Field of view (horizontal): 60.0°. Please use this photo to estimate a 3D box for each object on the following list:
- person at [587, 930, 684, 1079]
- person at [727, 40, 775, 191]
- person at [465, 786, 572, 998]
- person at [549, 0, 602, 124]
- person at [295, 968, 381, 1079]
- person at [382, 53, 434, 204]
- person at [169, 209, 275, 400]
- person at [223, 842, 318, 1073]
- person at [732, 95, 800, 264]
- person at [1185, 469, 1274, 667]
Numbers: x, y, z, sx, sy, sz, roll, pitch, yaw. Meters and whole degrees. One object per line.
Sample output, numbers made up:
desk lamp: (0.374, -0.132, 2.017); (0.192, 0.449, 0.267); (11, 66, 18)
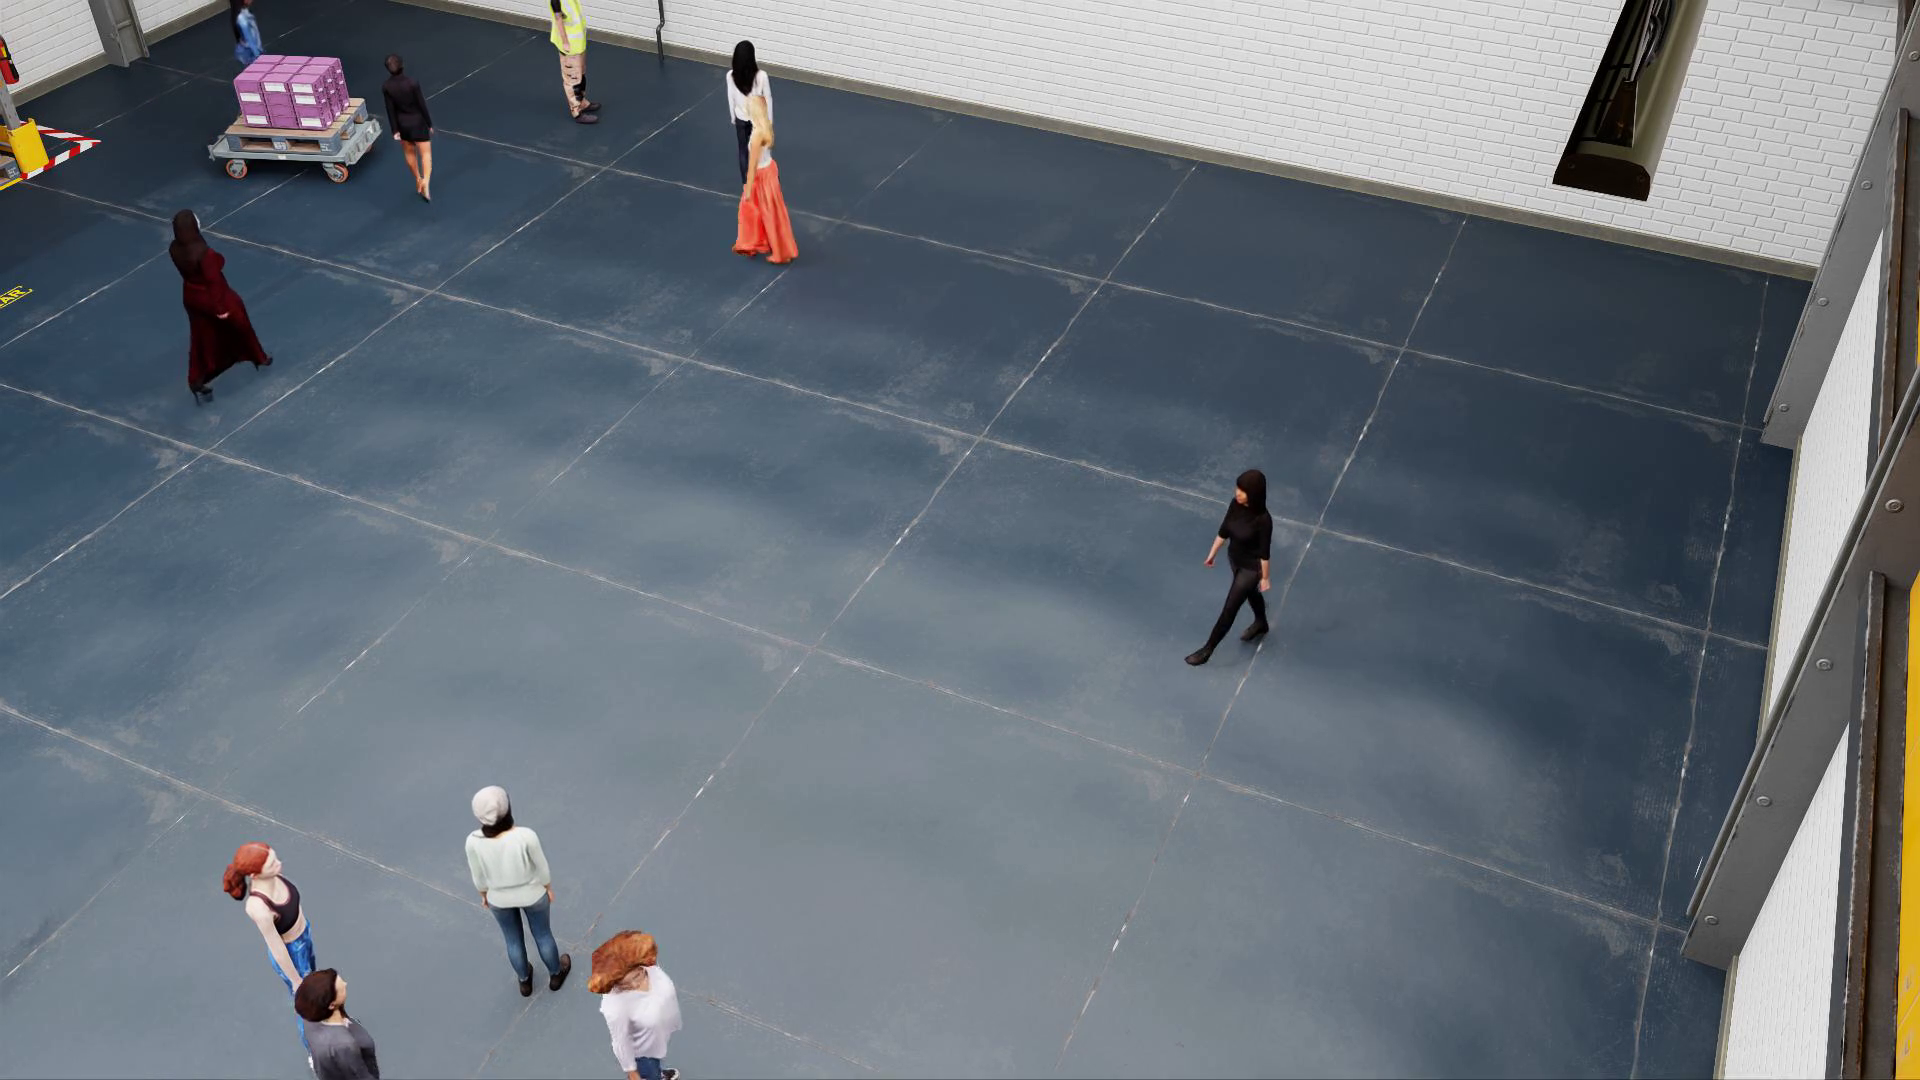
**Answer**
person: (-1.694, 2.581, 8.774); (0.865, 1.688, 0.644); (4, 39, 5)
person: (-2.211, -4.454, 17.575); (0.685, 1.700, 0.668); (2, 39, 3)
person: (-2.538, 2.009, 9.524); (0.639, 1.647, 0.654); (-4, 39, -5)
person: (-4.447, -5.720, 19.041); (0.886, 1.847, 0.806); (-1, 39, -1)
person: (-3.126, 2.840, 8.394); (0.849, 1.758, 0.759); (-31, 48, -33)
person: (-5.727, -4.260, 17.398); (0.861, 1.618, 0.998); (-6, 39, -7)
person: (-6.620, -2.019, 14.511); (0.666, 1.718, 1.042); (18, 42, 21)
person: (-3.636, 2.270, 9.086); (0.751, 1.785, 0.685); (-10, 40, -12)
person: (-1.817, -3.502, 16.312); (0.905, 1.786, 0.976); (3, 39, 4)
person: (2.101, 0.156, 11.882); (1.135, 1.600, 0.988); (-19, 43, -23)
